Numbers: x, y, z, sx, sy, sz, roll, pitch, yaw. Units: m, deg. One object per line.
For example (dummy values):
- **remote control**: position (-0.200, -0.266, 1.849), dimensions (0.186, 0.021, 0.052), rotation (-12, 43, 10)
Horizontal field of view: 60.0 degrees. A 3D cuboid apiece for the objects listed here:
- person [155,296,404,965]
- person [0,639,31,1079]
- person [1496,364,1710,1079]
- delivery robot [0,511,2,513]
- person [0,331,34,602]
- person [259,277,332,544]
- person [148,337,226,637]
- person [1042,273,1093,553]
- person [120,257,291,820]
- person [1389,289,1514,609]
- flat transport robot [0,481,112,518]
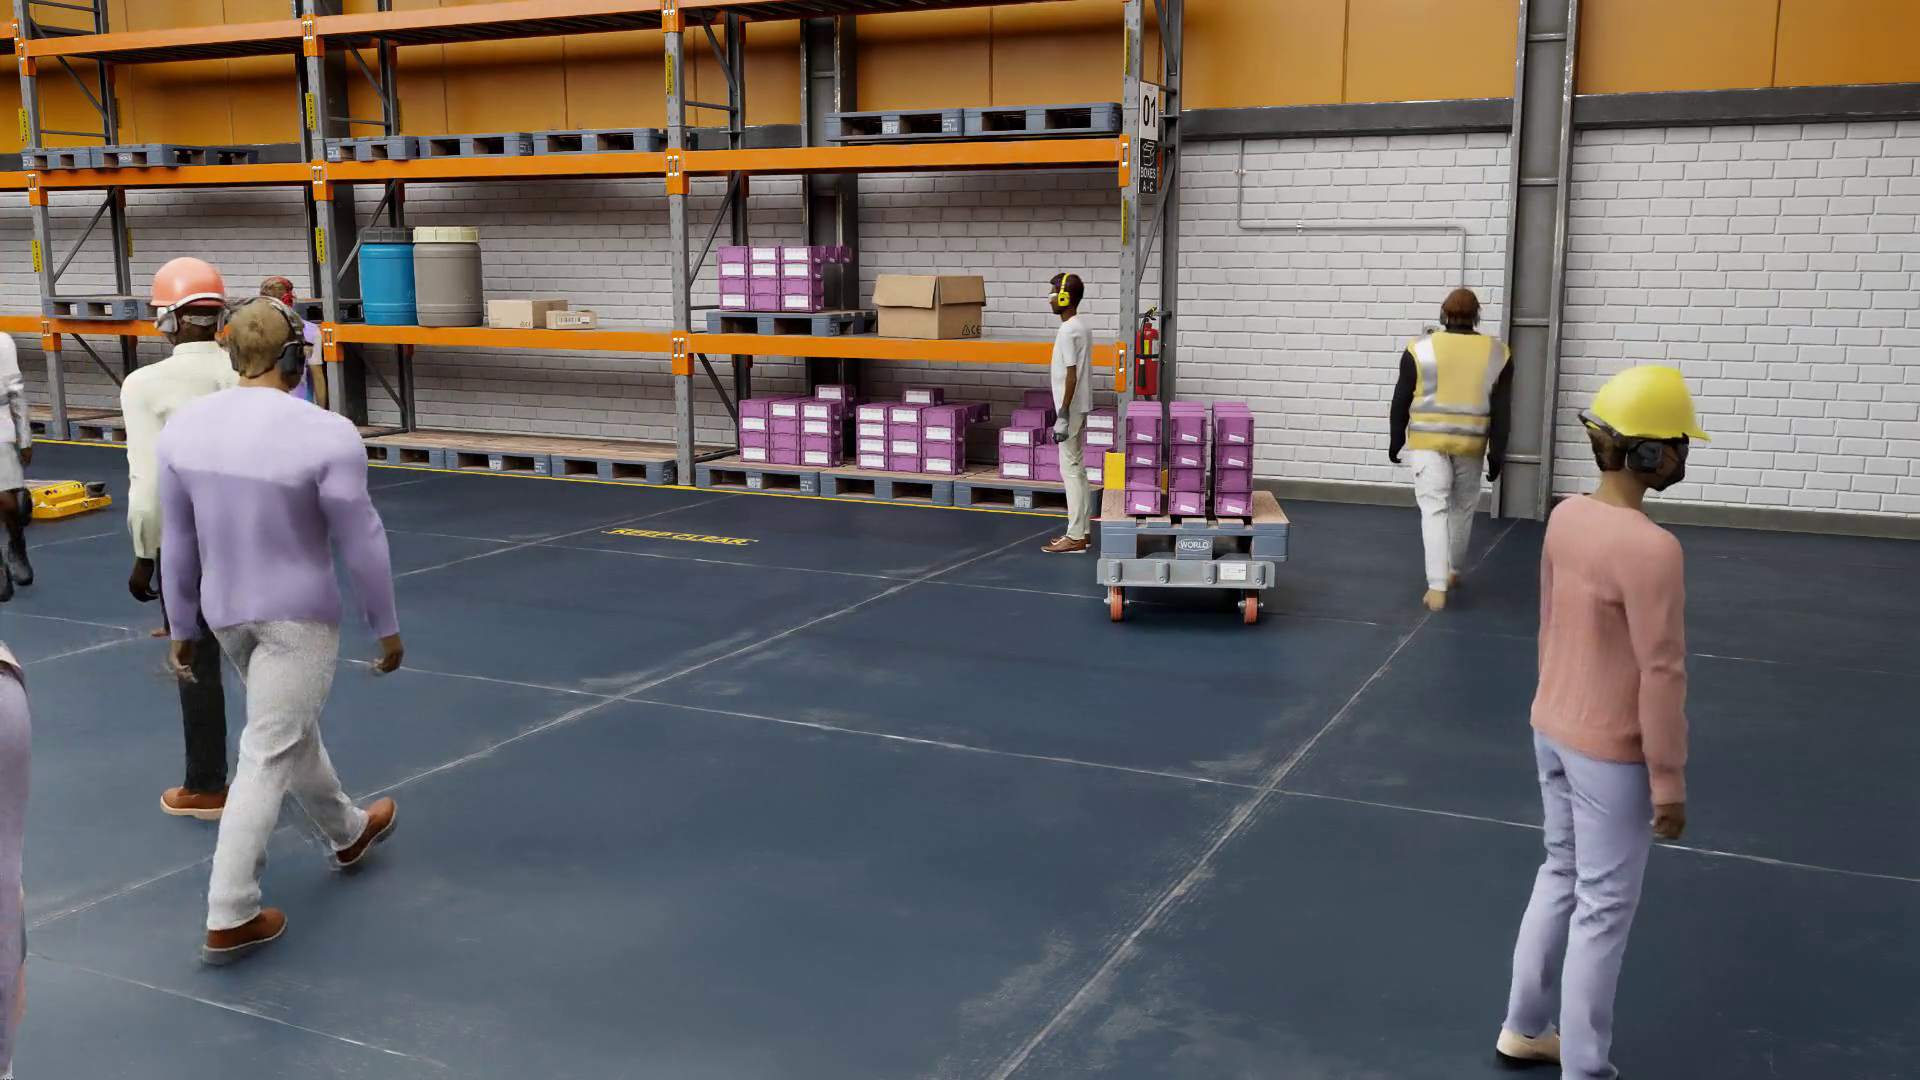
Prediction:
- **person**: position (-1.992, 0.221, 4.988), dimensions (0.649, 1.878, 1.035), rotation (3, 10, 14)
- **person**: position (-1.561, 0.711, 2.351), dimensions (0.629, 1.836, 0.430), rotation (5, 11, 27)
- **person**: position (1.515, 0.474, 3.894), dimensions (0.330, 1.770, 0.544), rotation (-1, 10, -7)
- **delivery robot**: position (-7.017, -0.373, 11.922), dimensions (0.477, 0.478, 0.707), rotation (-3, 10, -17)
- **person**: position (-5.662, -0.585, 9.556), dimensions (0.552, 1.902, 0.539), rotation (-5, 11, -25)
- **person**: position (-4.554, -0.836, 11.175), dimensions (0.564, 1.838, 0.391), rotation (-2, 10, -11)
- **person**: position (-3.891, -0.306, 8.843), dimensions (0.812, 1.600, 0.508), rotation (-9, 13, -41)
- **person**: position (0.728, -0.844, 11.139), dimensions (0.310, 1.868, 0.532), rotation (3, 10, 16)
- **person**: position (-2.689, -0.004, 5.962), dimensions (0.384, 1.993, 0.623), rotation (6, 12, 31)
- **person**: position (2.811, -0.545, 9.638), dimensions (0.631, 1.795, 0.921), rotation (1, 10, 3)
- **flat transport robot**: position (-7.370, -0.325, 12.737), dimensions (1.431, 0.197, 0.652), rotation (1, 10, 6)
